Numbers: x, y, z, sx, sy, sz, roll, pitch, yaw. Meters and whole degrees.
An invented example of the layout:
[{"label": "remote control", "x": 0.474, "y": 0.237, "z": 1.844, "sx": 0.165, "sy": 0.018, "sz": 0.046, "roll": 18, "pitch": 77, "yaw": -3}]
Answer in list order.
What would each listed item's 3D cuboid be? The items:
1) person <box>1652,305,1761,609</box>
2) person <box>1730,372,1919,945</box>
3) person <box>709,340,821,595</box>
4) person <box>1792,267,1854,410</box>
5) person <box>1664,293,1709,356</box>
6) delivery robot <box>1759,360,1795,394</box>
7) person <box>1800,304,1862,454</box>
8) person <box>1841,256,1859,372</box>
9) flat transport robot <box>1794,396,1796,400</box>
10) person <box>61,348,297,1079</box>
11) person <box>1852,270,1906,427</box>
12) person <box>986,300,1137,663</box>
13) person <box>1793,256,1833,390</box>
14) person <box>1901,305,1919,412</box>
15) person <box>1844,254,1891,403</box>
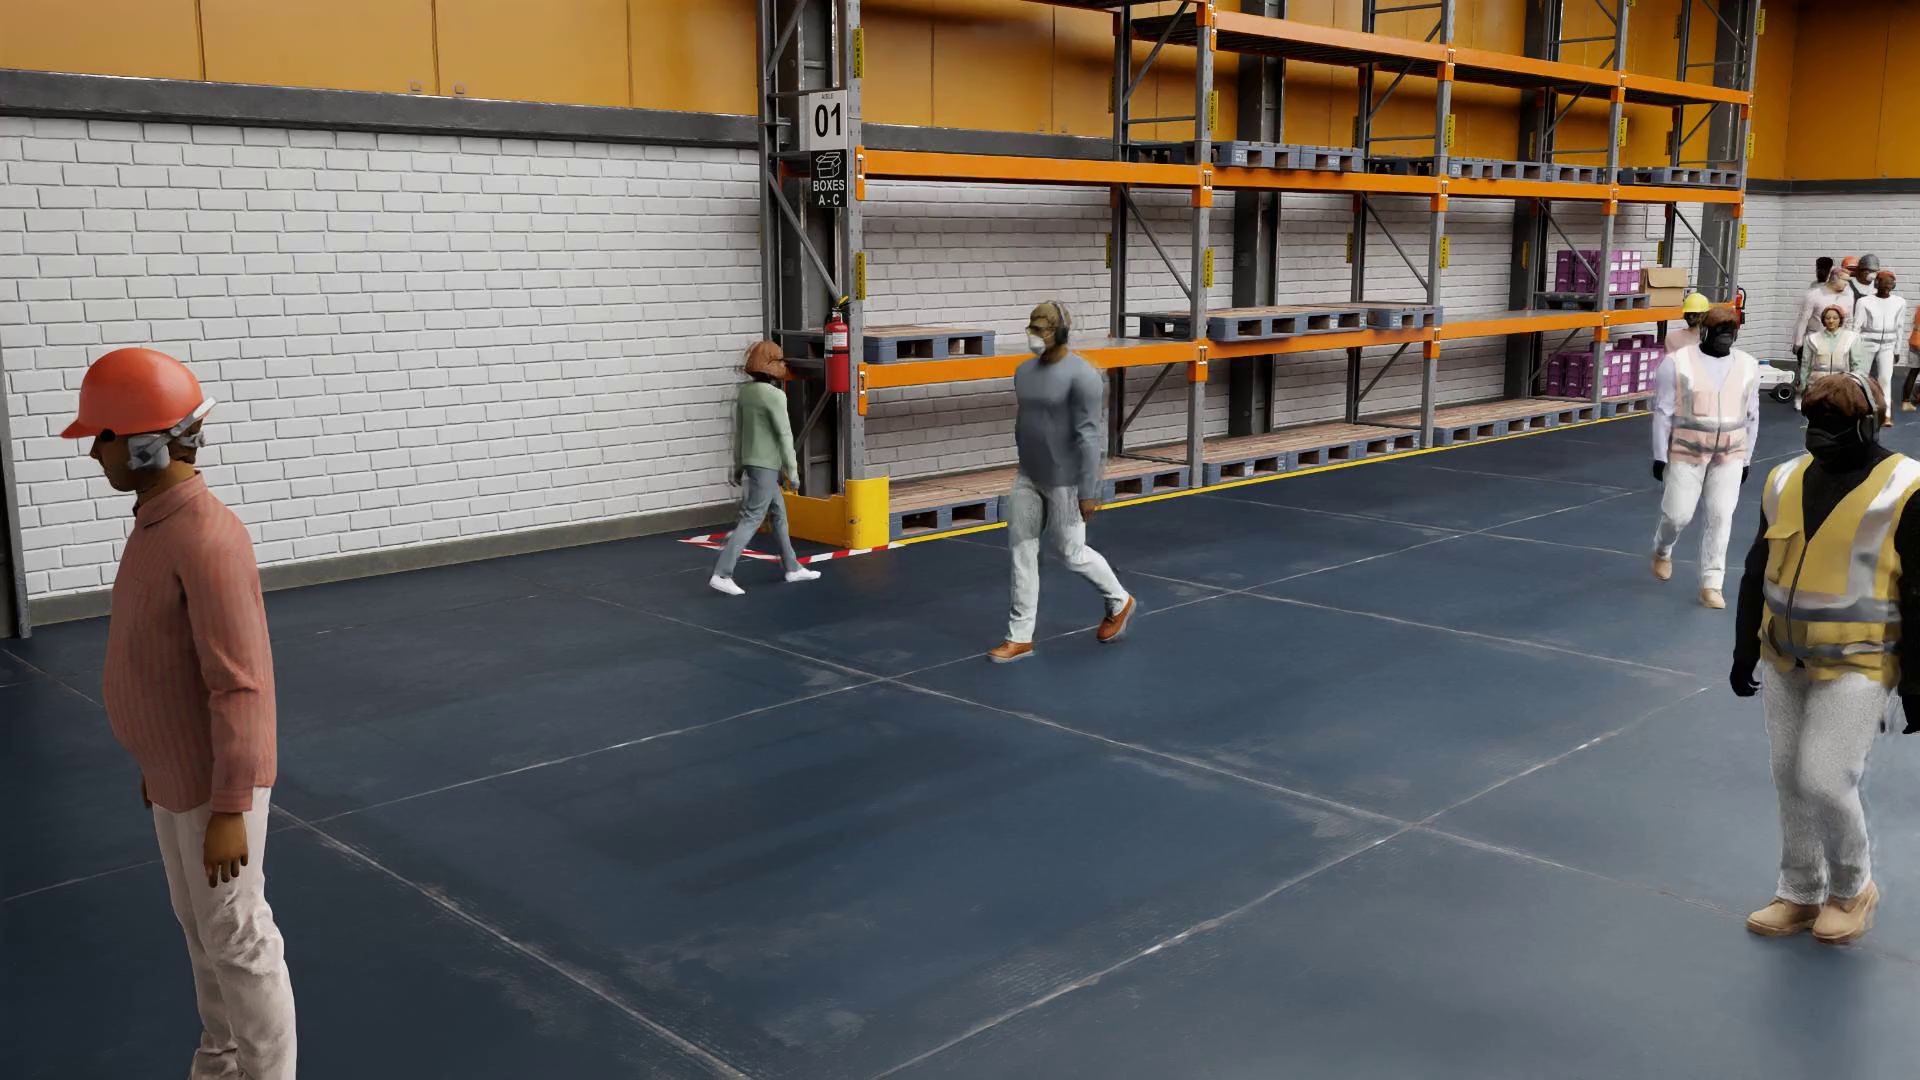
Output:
[{"label": "person", "x": 4.556, "y": -0.529, "z": 10.215, "sx": 0.637, "sy": 1.826, "sz": 0.696, "roll": 1, "pitch": 10, "yaw": 6}, {"label": "person", "x": 2.713, "y": 0.387, "z": 5.218, "sx": 0.458, "sy": 1.823, "sz": 0.649, "roll": -4, "pitch": 11, "yaw": -22}, {"label": "person", "x": -1.262, "y": -0.461, "z": 10.492, "sx": 0.857, "sy": 1.591, "sz": 0.517, "roll": -7, "pitch": 13, "yaw": -34}, {"label": "person", "x": 10.909, "y": -2.525, "z": 21.065, "sx": 0.699, "sy": 1.847, "sz": 0.985, "roll": -1, "pitch": 10, "yaw": -6}, {"label": "person", "x": 6.340, "y": -1.259, "z": 14.409, "sx": 0.527, "sy": 1.757, "sz": 0.433, "roll": 8, "pitch": 13, "yaw": 36}, {"label": "delivery robot", "x": 10.865, "y": -2.189, "z": 22.479, "sx": 0.707, "sy": 0.478, "sz": 0.477, "roll": 3, "pitch": 11, "yaw": 16}, {"label": "person", "x": 8.292, "y": -1.449, "z": 15.869, "sx": 0.512, "sy": 1.597, "sz": 0.853, "roll": 5, "pitch": 11, "yaw": 25}, {"label": "person", "x": 12.395, "y": -2.995, "z": 23.319, "sx": 0.626, "sy": 1.961, "sz": 0.914, "roll": 4, "pitch": 11, "yaw": 22}, {"label": "flat transport robot", "x": 11.871, "y": -2.010, "z": 22.532, "sx": 0.652, "sy": 0.197, "sz": 1.431, "roll": 9, "pitch": 14, "yaw": 41}, {"label": "person", "x": -1.803, "y": 0.548, "z": 3.896, "sx": 0.392, "sy": 1.990, "sz": 0.612, "roll": -8, "pitch": 13, "yaw": -36}, {"label": "person", "x": 10.920, "y": -2.287, "z": 19.826, "sx": 0.588, "sy": 1.828, "sz": 1.016, "roll": 2, "pitch": 11, "yaw": 11}, {"label": "person", "x": 0.554, "y": -0.320, "z": 8.862, "sx": 0.891, "sy": 1.914, "sz": 0.637, "roll": -8, "pitch": 13, "yaw": -38}, {"label": "person", "x": 12.167, "y": -3.068, "z": 23.749, "sx": 0.569, "sy": 1.940, "sz": 0.645, "roll": -1, "pitch": 10, "yaw": -6}, {"label": "person", "x": 12.249, "y": -2.438, "z": 21.029, "sx": 0.505, "sy": 1.676, "sz": 0.548, "roll": 1, "pitch": 10, "yaw": 4}, {"label": "person", "x": 11.590, "y": -2.683, "z": 21.373, "sx": 0.706, "sy": 2.000, "sz": 1.007, "roll": 0, "pitch": 10, "yaw": -1}]
